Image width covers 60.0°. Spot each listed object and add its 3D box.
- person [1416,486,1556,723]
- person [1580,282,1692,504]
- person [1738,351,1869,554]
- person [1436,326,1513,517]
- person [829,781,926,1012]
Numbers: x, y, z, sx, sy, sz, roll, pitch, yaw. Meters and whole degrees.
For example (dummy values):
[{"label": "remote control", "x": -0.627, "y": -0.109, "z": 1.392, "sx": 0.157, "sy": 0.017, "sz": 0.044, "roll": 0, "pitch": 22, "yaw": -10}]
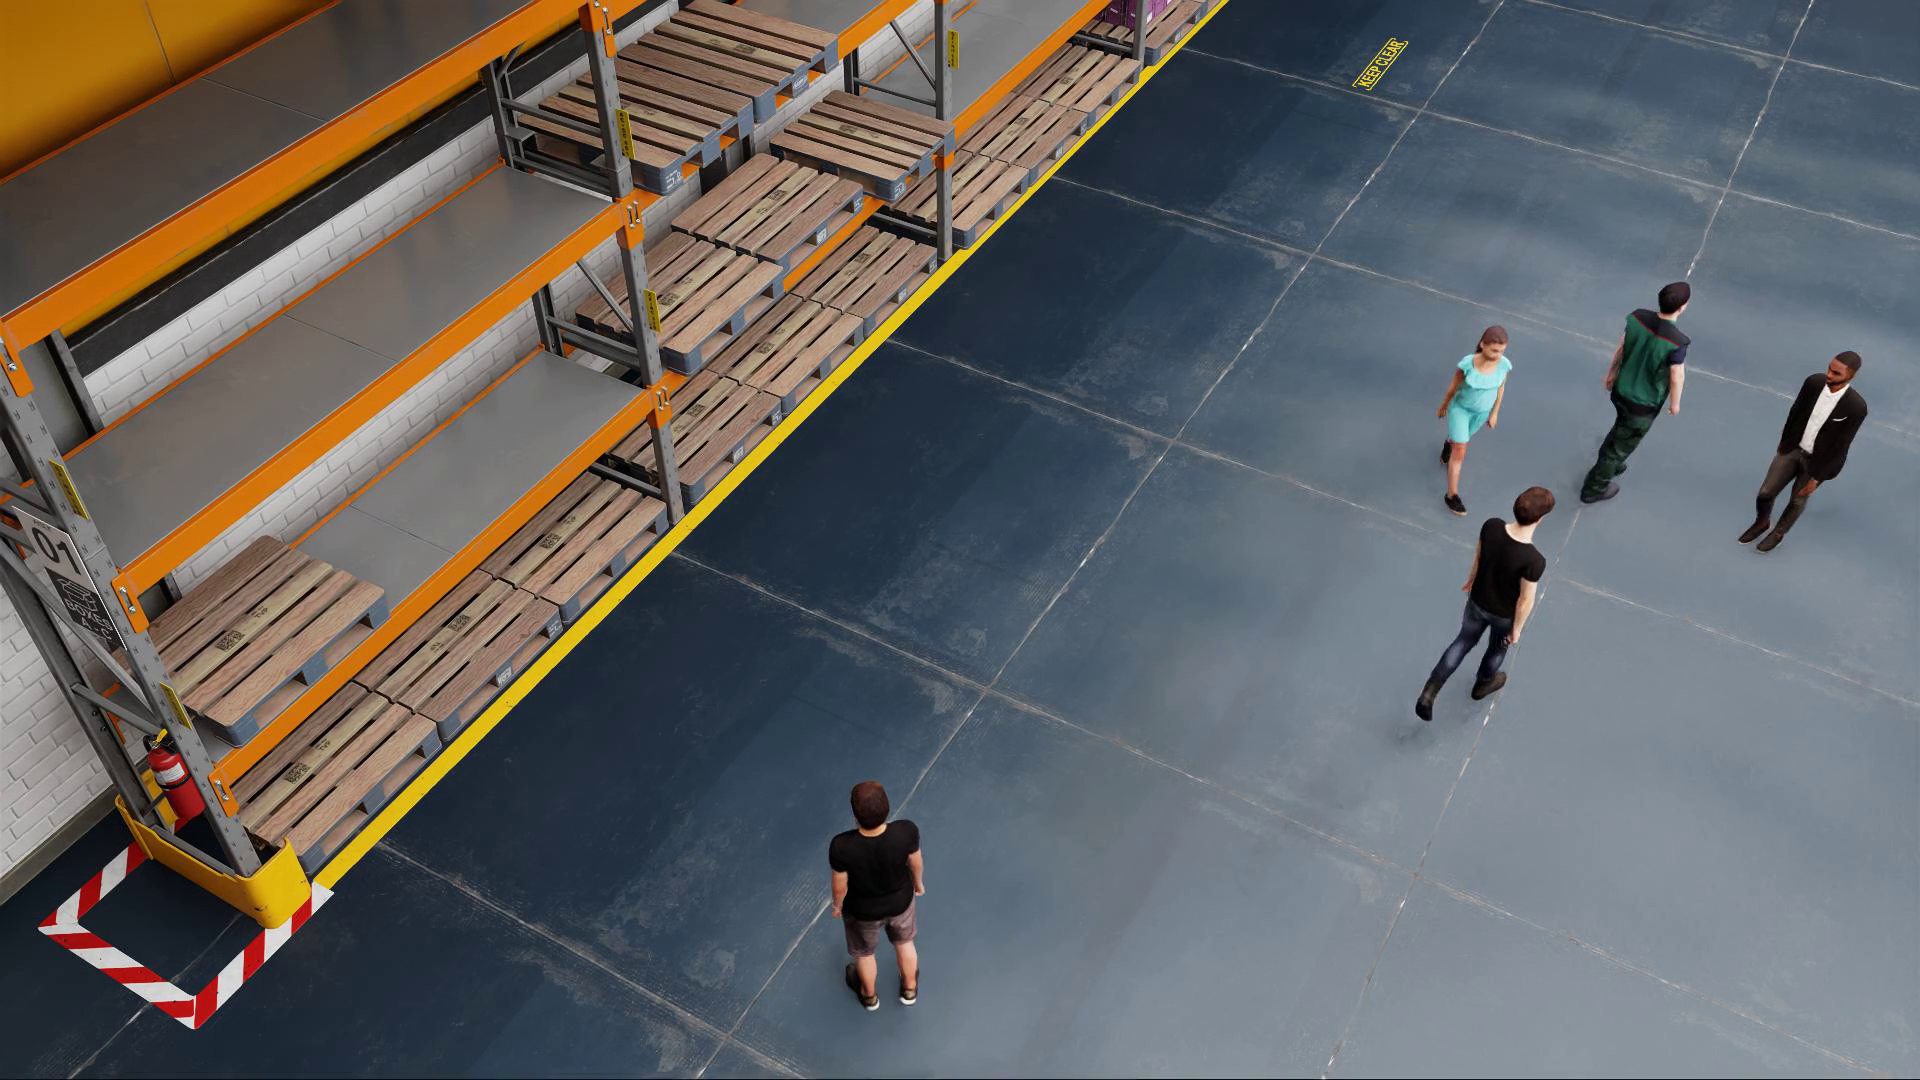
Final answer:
[{"label": "person", "x": 3.311, "y": 0.442, "z": 10.483, "sx": 1.218, "sy": 1.877, "sz": 0.953, "roll": -27, "pitch": 50, "yaw": -26}, {"label": "person", "x": 4.825, "y": -1.017, "z": 12.013, "sx": 0.931, "sy": 1.880, "sz": 0.870, "roll": -15, "pitch": 46, "yaw": -16}, {"label": "person", "x": 5.999, "y": -0.613, "z": 11.657, "sx": 0.800, "sy": 1.786, "sz": 0.769, "roll": -26, "pitch": 49, "yaw": -25}, {"label": "person", "x": 3.749, "y": -1.014, "z": 12.268, "sx": 0.934, "sy": 1.524, "sz": 1.148, "roll": 2, "pitch": 44, "yaw": 2}, {"label": "person", "x": -0.438, "y": 1.935, "z": 8.928, "sx": 0.763, "sy": 1.862, "sz": 0.839, "roll": -13, "pitch": 45, "yaw": -13}]
